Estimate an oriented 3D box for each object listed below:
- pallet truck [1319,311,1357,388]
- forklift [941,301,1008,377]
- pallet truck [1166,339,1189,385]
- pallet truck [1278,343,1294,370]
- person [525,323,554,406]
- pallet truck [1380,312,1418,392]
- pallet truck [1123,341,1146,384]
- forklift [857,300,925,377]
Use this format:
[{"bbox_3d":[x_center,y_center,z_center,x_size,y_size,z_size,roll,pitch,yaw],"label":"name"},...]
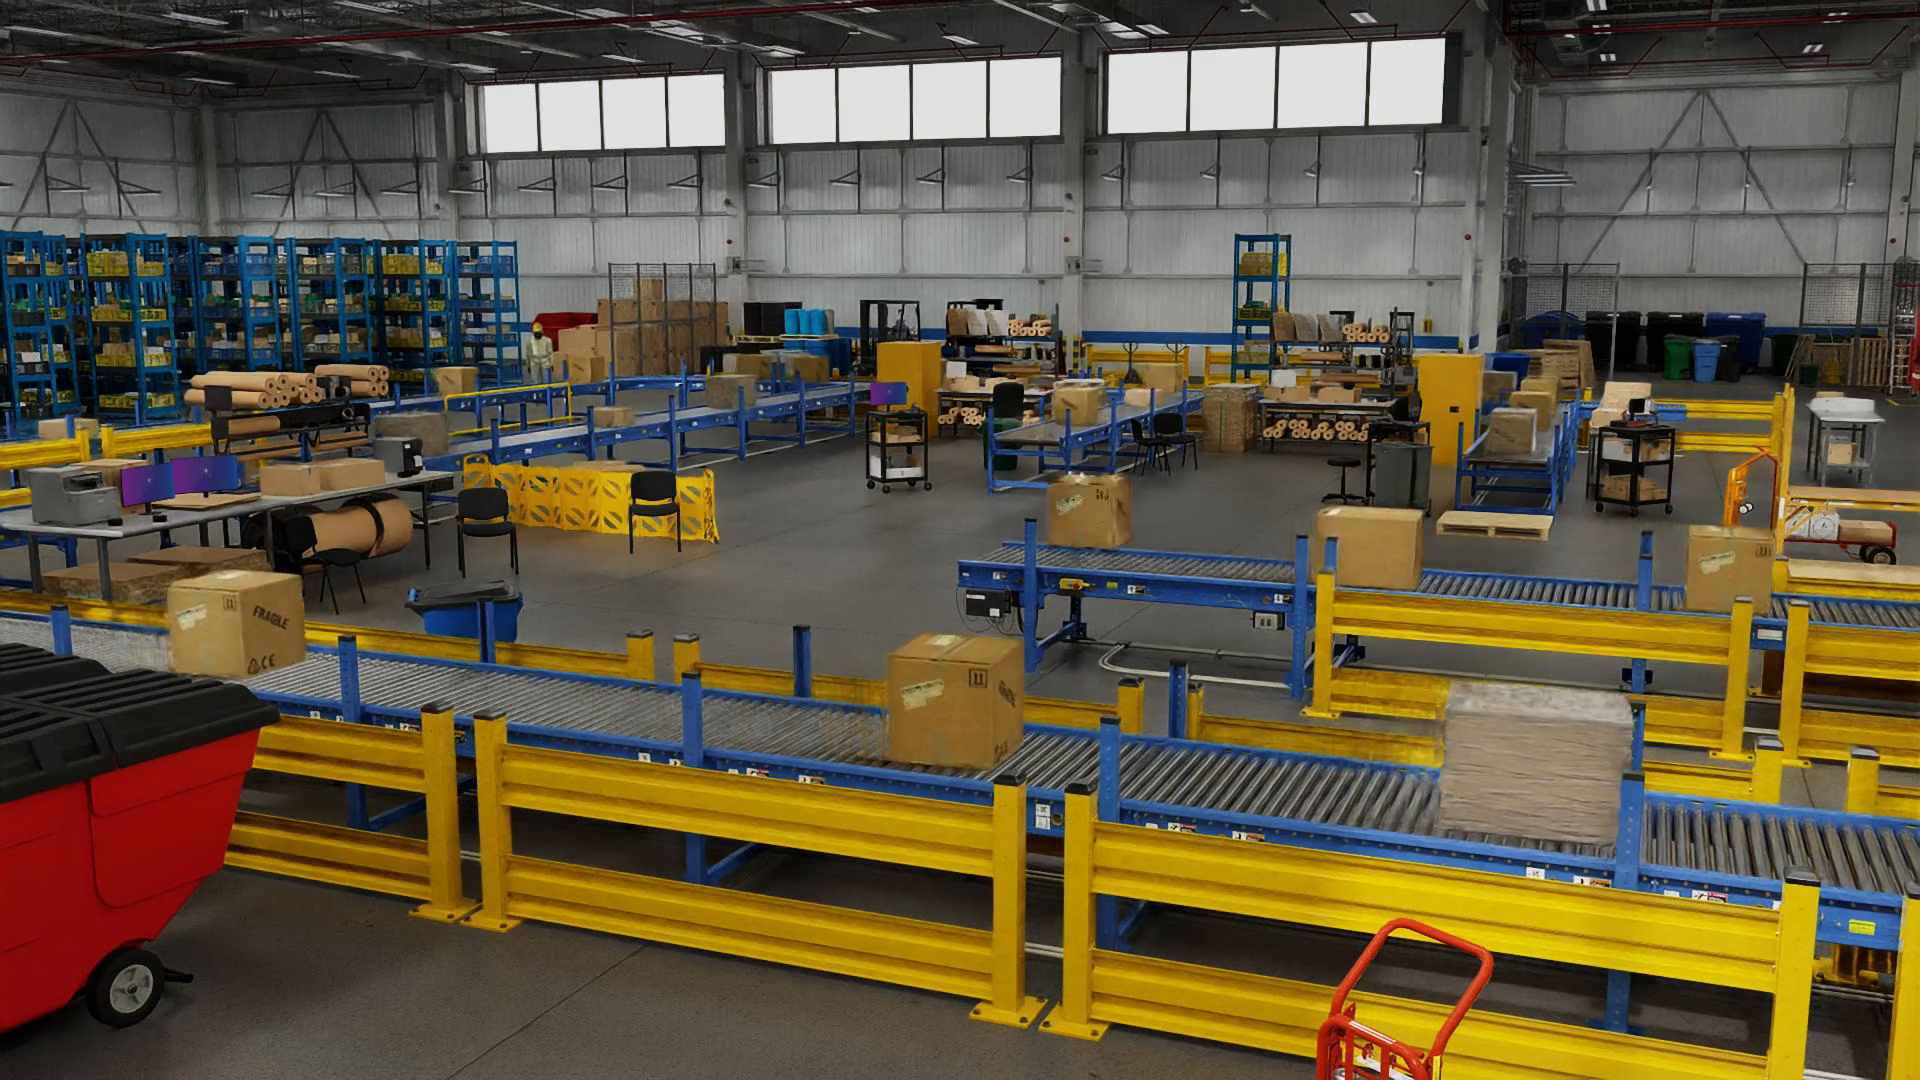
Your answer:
[{"bbox_3d":[9.071,-4.419,39.190,0.823,1.965,1.885,5,10,26],"label":"pallet truck"},{"bbox_3d":[0.365,-4.966,41.571,1.157,1.987,2.680,3,10,20],"label":"forklift"},{"bbox_3d":[5.418,-4.269,40.420,0.704,1.261,1.522,3,10,20],"label":"pallet truck"},{"bbox_3d":[7.886,-4.163,39.743,0.653,1.274,1.630,4,10,22],"label":"pallet truck"},{"bbox_3d":[-9.166,-3.830,36.284,0.590,1.790,0.942,-3,10,-17],"label":"person"},{"bbox_3d":[10.207,-4.283,38.369,0.823,1.965,1.885,3,10,20],"label":"pallet truck"},{"bbox_3d":[4.445,-4.380,41.279,0.680,1.201,1.601,4,10,22],"label":"pallet truck"},{"bbox_3d":[-1.732,-5.109,42.468,1.157,1.987,2.680,4,10,22],"label":"forklift"}]
